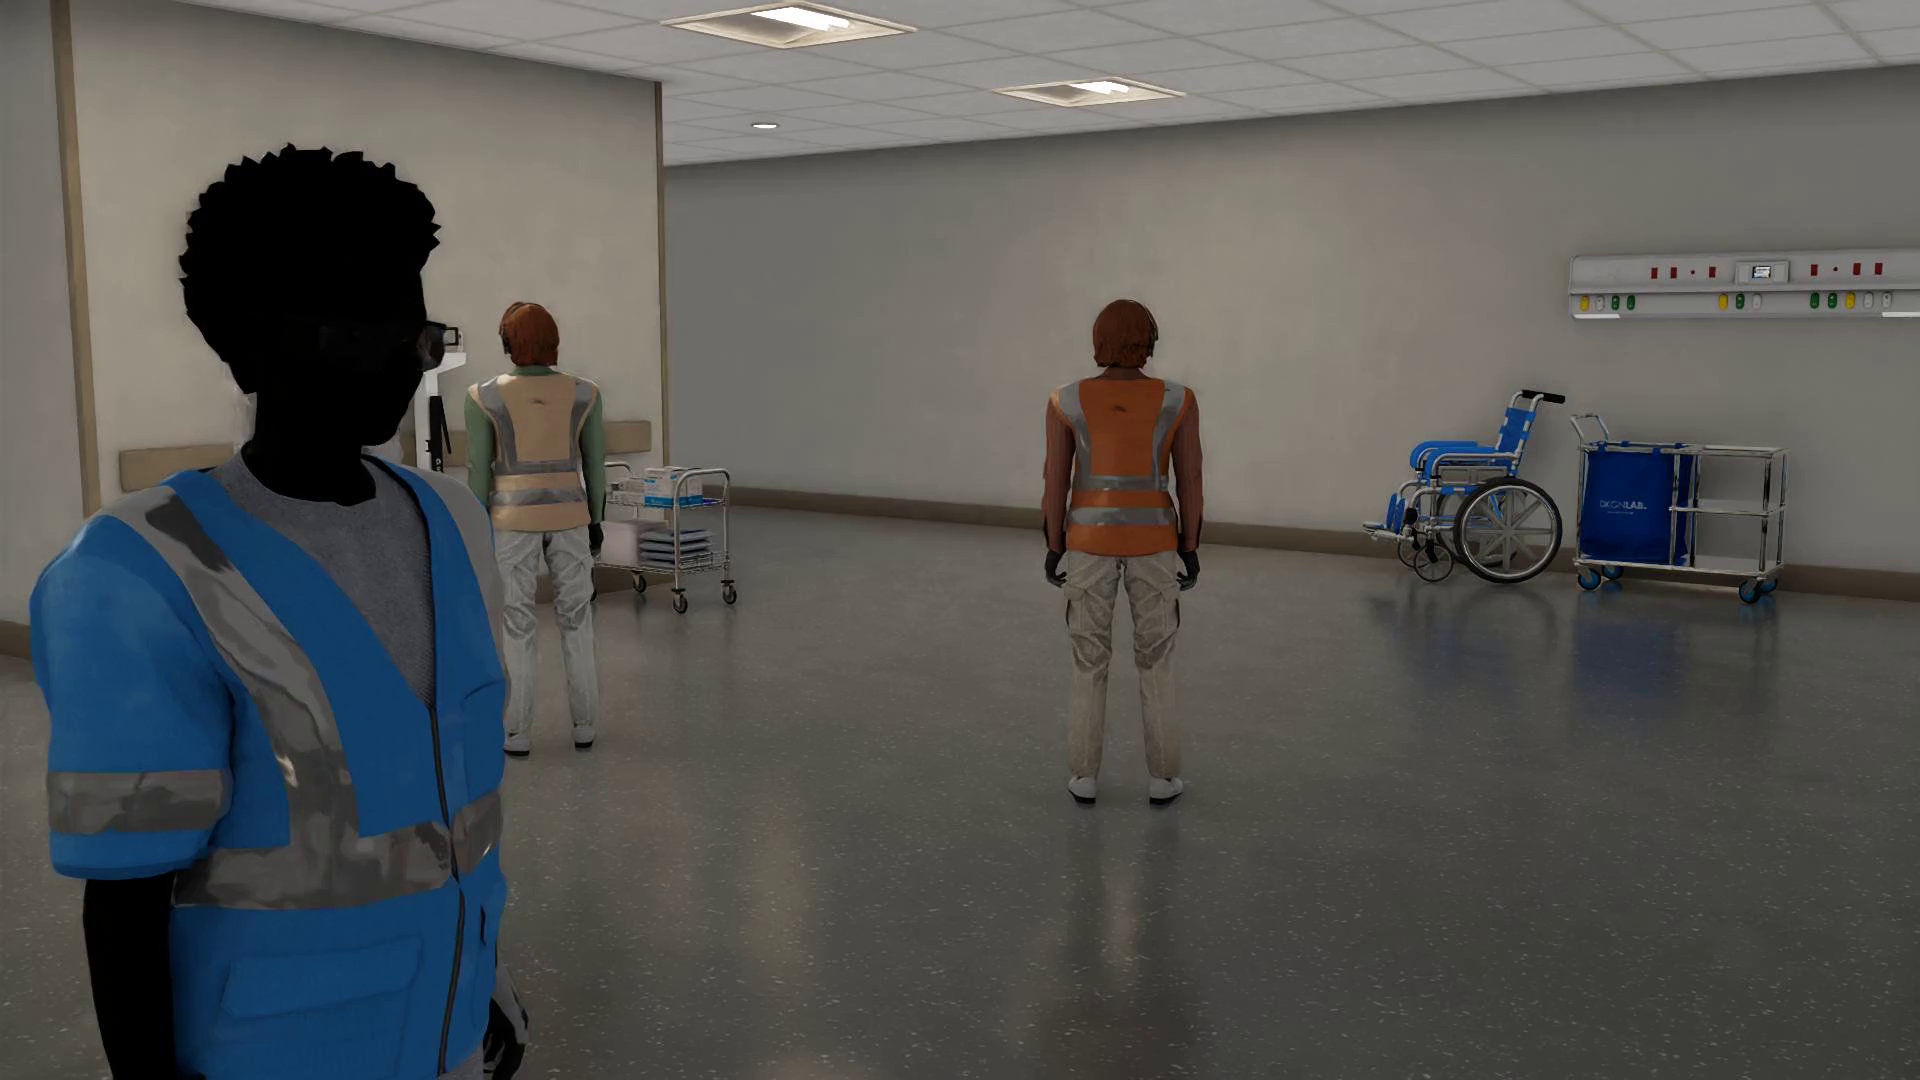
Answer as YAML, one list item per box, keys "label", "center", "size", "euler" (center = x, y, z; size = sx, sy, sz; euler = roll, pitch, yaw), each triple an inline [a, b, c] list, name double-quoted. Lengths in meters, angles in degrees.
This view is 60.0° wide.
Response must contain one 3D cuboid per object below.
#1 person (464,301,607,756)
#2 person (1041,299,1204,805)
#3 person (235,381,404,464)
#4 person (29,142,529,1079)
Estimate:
- label: "person"
  center: [-1.530, -0.037, 6.041]
  size: [0.514, 1.644, 0.307]
  euler: [-4, 8, -29]
- label: "person"
  center: [0.525, 0.044, 5.403]
  size: [0.523, 1.638, 0.311]
  euler: [1, 7, 6]
- label: "person"
  center: [-2.268, -0.090, 5.924]
  size: [0.594, 1.784, 0.905]
  euler: [-1, 7, -8]
- label: "person"
  center: [-0.608, 0.486, 1.610]
  size: [0.317, 1.696, 0.540]
  euler: [3, 8, 21]
